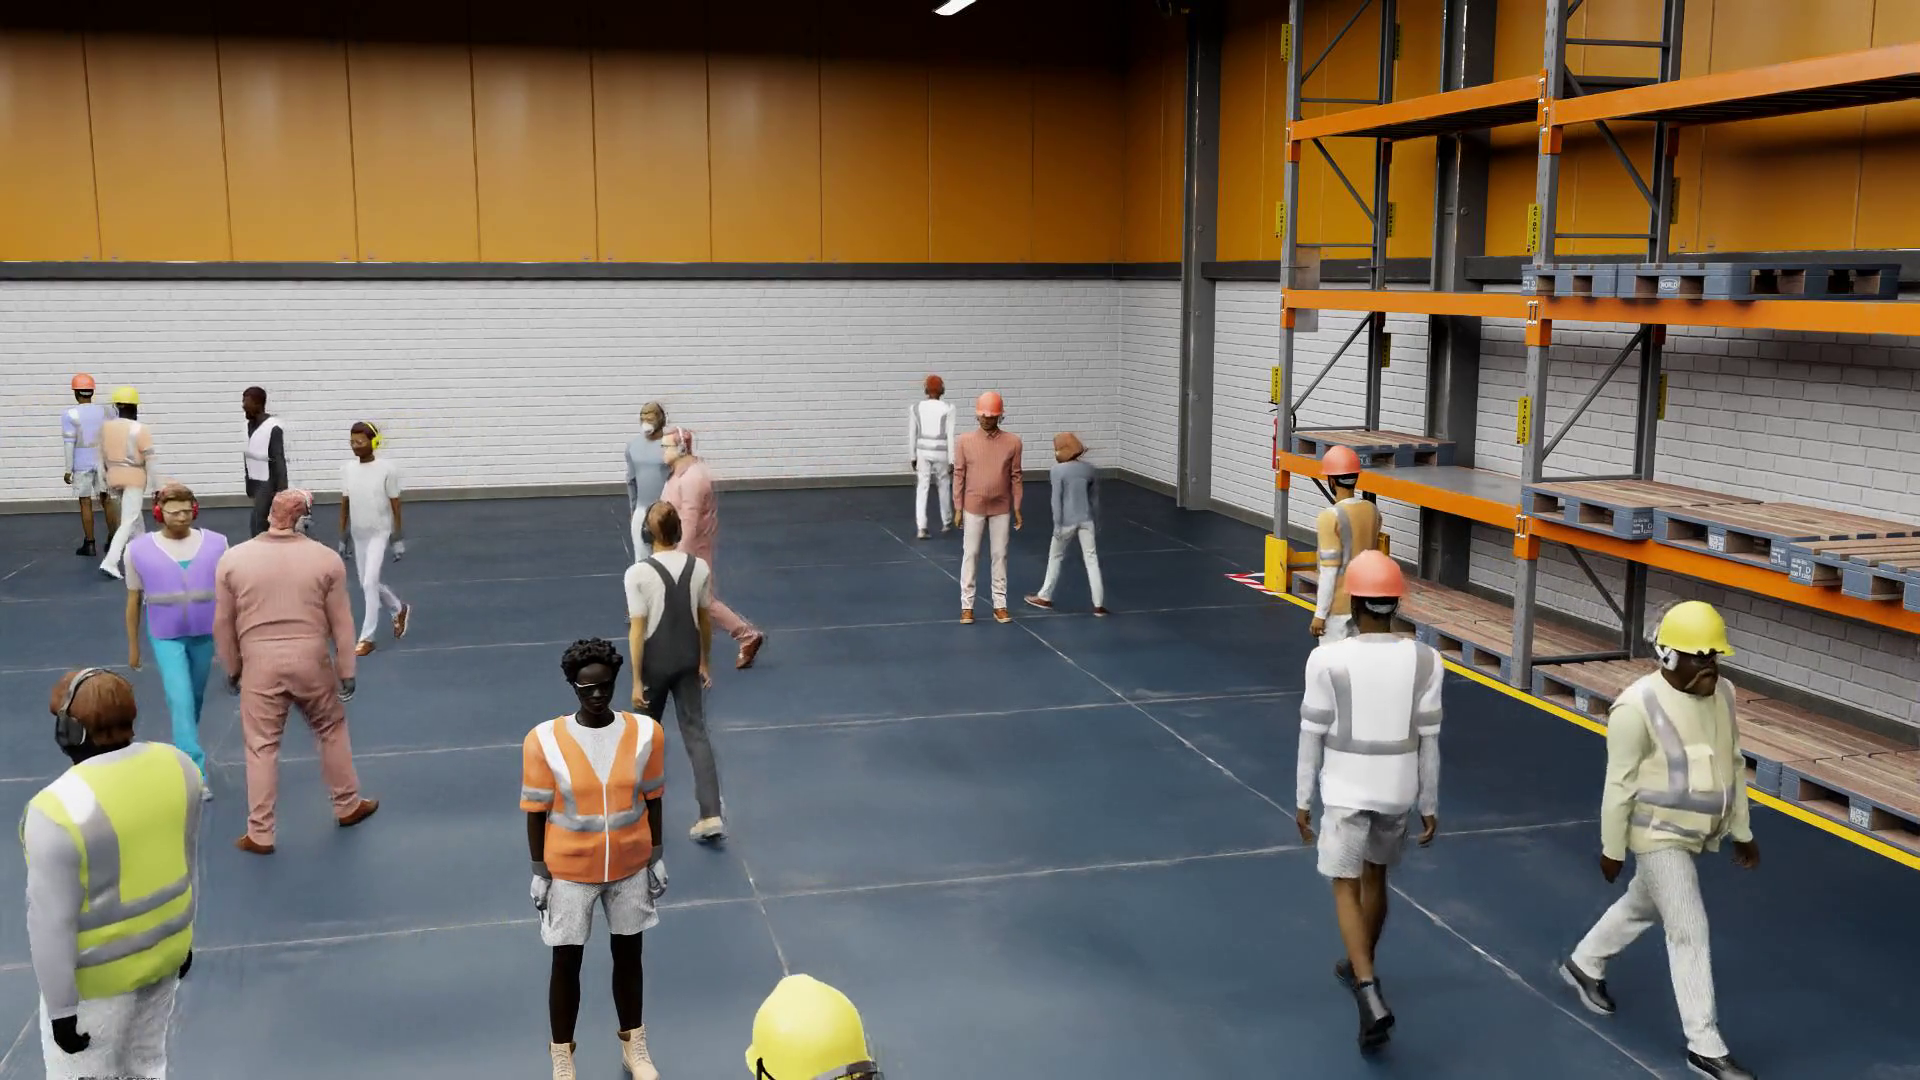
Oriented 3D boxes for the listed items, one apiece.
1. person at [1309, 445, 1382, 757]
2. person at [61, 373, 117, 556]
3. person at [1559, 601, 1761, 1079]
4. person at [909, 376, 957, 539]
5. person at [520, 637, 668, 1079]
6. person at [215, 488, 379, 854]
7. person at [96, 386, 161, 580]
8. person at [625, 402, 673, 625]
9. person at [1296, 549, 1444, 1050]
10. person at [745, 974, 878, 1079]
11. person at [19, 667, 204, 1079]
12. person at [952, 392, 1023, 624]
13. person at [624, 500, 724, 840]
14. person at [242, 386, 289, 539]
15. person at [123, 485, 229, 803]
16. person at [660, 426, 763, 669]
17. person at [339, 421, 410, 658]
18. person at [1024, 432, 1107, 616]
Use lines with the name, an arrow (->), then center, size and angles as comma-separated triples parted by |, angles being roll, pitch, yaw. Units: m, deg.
person -> 2.345, 0.384, 10.254 | 0.547, 1.934, 0.376 | -8, 12, -42
person -> -9.230, -0.799, 17.630 | 0.366, 1.935, 0.552 | 7, 11, 36
person -> 2.689, 1.083, 6.380 | 0.577, 1.785, 0.946 | -6, 11, -32
person -> -0.306, -0.950, 18.912 | 0.593, 1.826, 1.045 | 3, 9, 16
person -> -1.309, 1.182, 6.018 | 0.533, 1.697, 0.318 | -4, 10, -25
person -> -3.494, 0.670, 8.746 | 0.737, 1.871, 0.648 | -3, 10, -18
person -> -8.223, -0.572, 16.391 | 0.603, 1.889, 0.967 | 2, 9, 15
person -> -2.611, -0.257, 14.420 | 0.644, 1.891, 1.005 | 2, 9, 15
person -> 1.618, 0.999, 6.534 | 0.554, 1.910, 0.899 | 0, 9, -2
person -> -0.281, 1.645, 3.076 | 0.540, 1.717, 0.918 | -6, 11, -31
person -> -2.499, 1.279, 5.017 | 0.604, 1.826, 0.631 | 3, 10, 18
person -> 0.238, -0.273, 14.189 | 0.608, 1.988, 0.392 | -1, 9, -8
person -> -1.522, 0.681, 8.842 | 0.529, 1.802, 0.972 | -7, 11, -35
person -> -6.850, -0.593, 16.524 | 0.601, 1.890, 0.894 | 7, 12, 39
person -> -4.529, 0.557, 9.689 | 0.573, 1.787, 0.975 | -8, 12, -41
person -> -1.967, 0.074, 12.396 | 0.897, 1.873, 0.634 | -4, 10, -25
person -> -4.659, -0.041, 13.216 | 0.526, 1.842, 0.854 | 2, 9, 14
person -> 0.984, -0.148, 14.637 | 0.575, 1.593, 0.739 | -5, 10, -30
